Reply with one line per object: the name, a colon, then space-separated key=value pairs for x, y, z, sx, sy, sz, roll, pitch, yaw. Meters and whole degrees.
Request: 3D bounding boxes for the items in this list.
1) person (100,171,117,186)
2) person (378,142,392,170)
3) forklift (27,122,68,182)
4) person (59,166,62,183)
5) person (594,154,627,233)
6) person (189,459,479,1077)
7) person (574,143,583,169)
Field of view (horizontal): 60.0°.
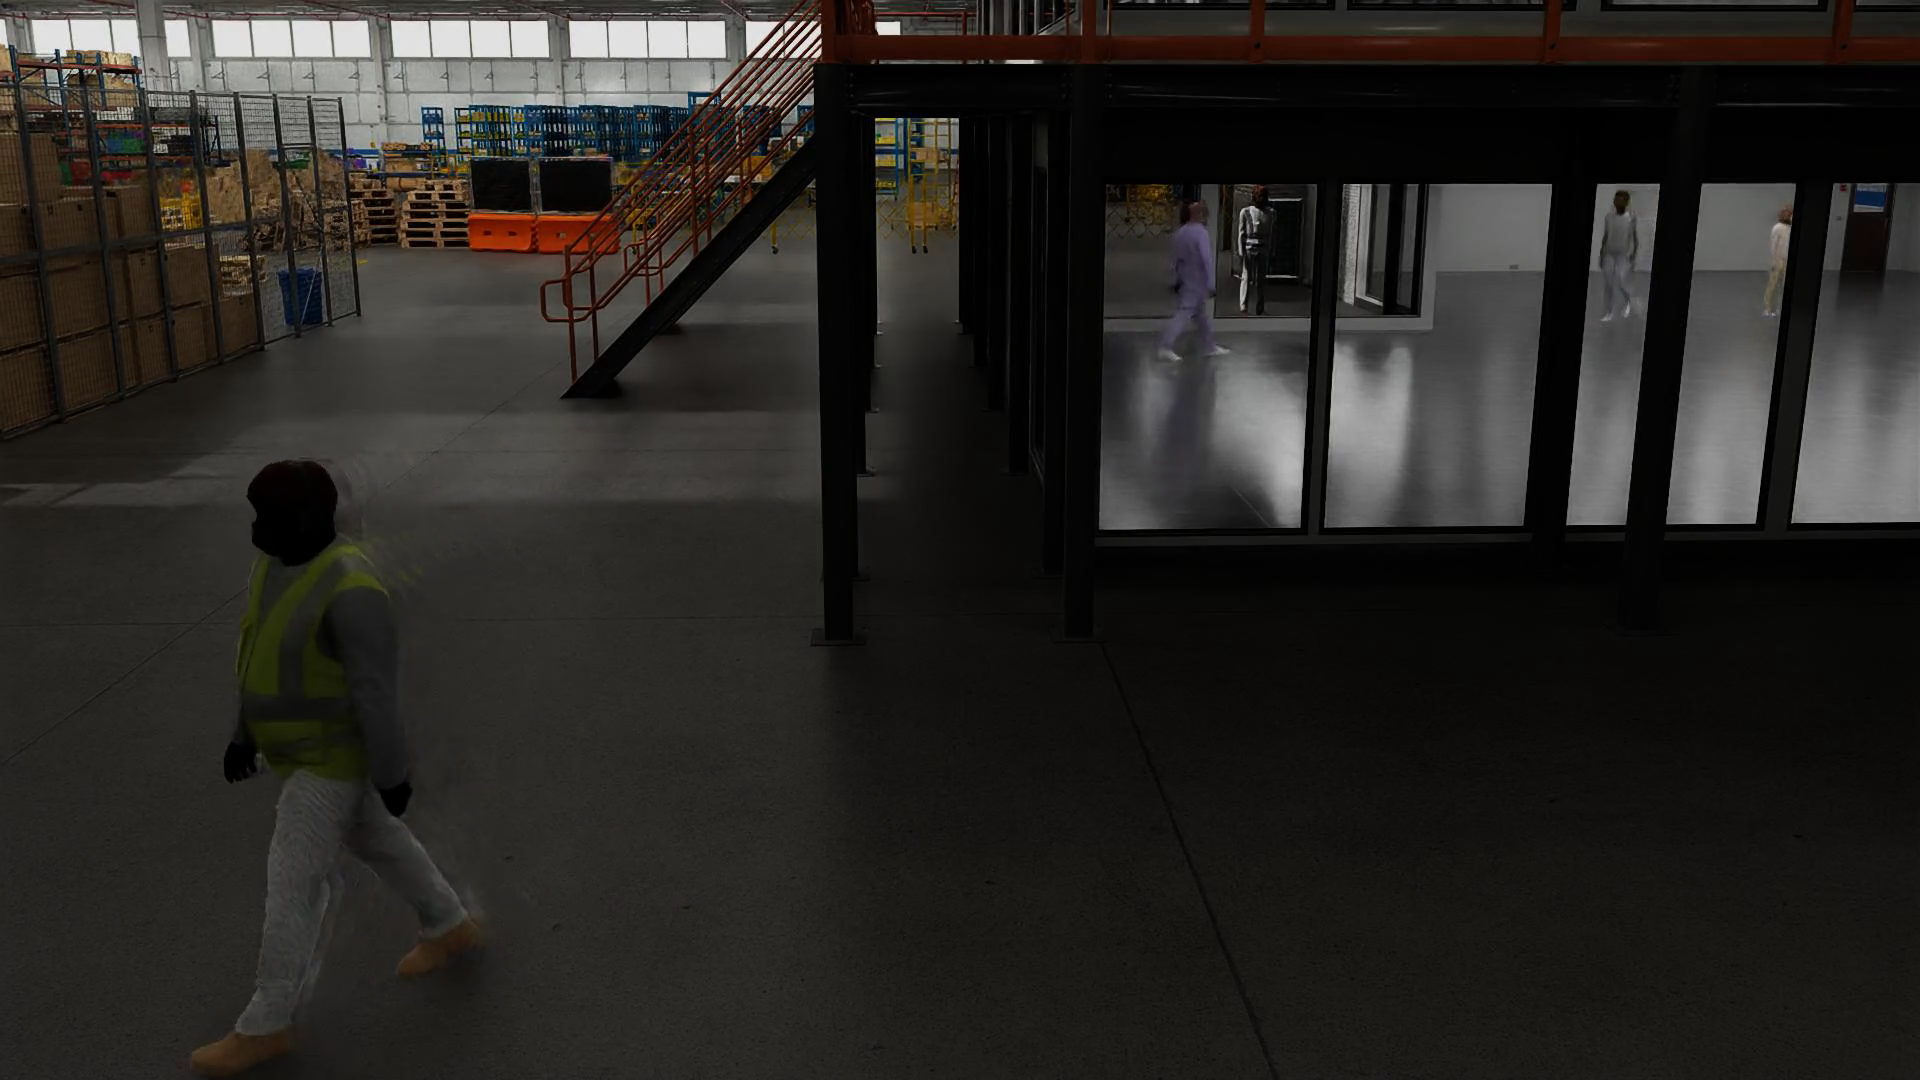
person: x=-15.708 y=-5.840 z=30.706 sx=0.992 sy=1.890 sz=0.560 roll=-4 pitch=15 yaw=-17
person: x=-26.744 y=-17.561 z=77.463 sx=0.642 sy=1.917 sz=0.726 roll=-7 pitch=16 yaw=-27
forklift: x=-35.376 y=-14.773 z=64.377 sx=1.129 sy=2.768 sz=1.873 roll=-1 pitch=14 yaw=-2
person: x=-31.243 y=-12.390 z=57.405 sx=0.279 sy=1.622 sz=0.494 roll=7 pitch=16 yaw=27
person: x=-9.084 y=-8.810 z=42.345 sx=1.002 sy=2.007 sz=0.607 roll=0 pitch=14 yaw=-1
person: x=-1.916 y=0.625 z=5.065 sx=0.975 sy=1.800 sz=0.620 roll=-11 pitch=18 yaw=-38
person: x=-19.230 y=-19.133 z=83.965 sx=0.670 sy=1.819 sz=0.439 roll=11 pitch=18 yaw=36
